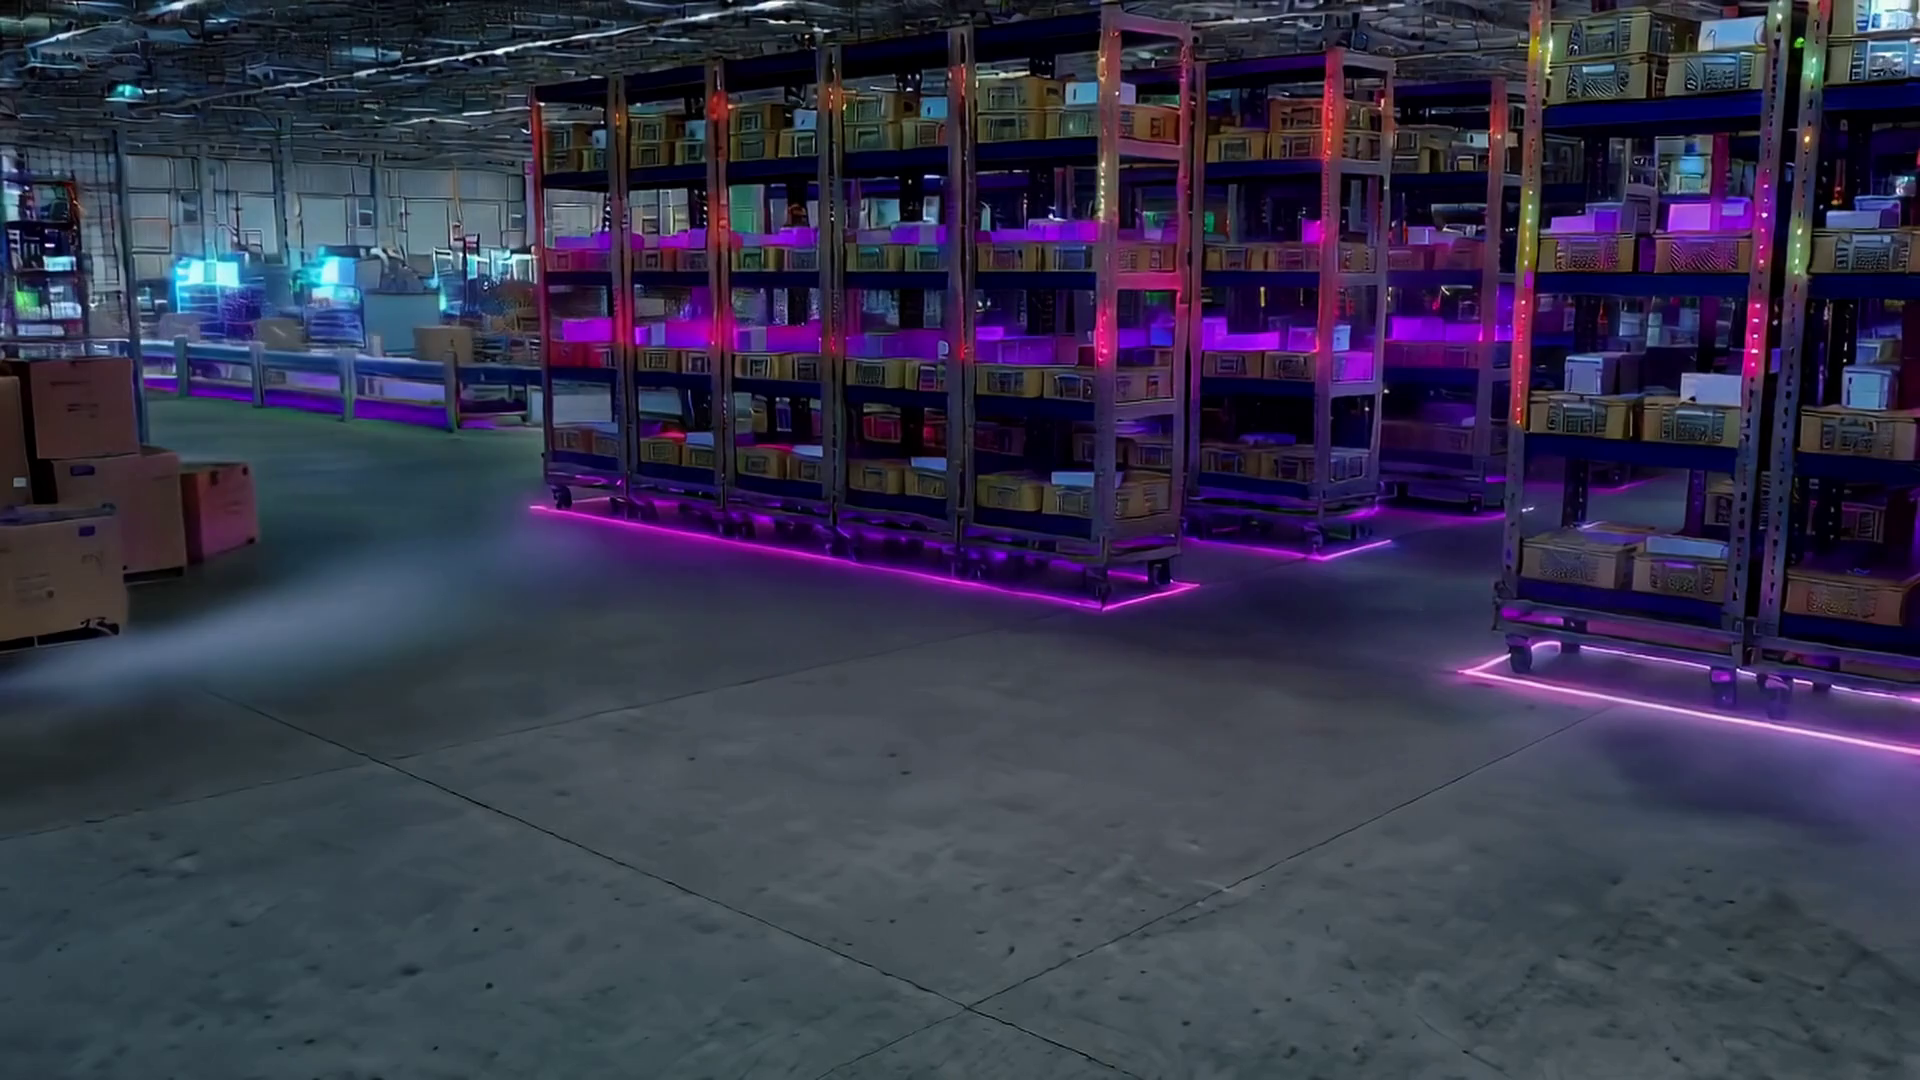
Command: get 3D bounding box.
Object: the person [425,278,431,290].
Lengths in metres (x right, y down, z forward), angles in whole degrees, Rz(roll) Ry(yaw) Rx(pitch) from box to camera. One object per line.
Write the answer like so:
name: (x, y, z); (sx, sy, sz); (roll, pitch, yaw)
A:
person: (-20.912, -9.423, 65.257); (0.872, 1.733, 0.529); (-6, 11, -34)

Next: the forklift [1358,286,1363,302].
forklift: (11.100, -7.017, 46.970); (1.873, 2.768, 1.129); (9, 13, 43)

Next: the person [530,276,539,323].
person: (-14.688, -8.236, 57.698); (0.495, 1.812, 0.616); (8, 12, 41)

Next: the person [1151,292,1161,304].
person: (6.686, -7.991, 56.690); (0.885, 1.654, 0.531); (3, 10, 17)

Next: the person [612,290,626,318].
person: (-6.100, -3.602, 29.583); (0.306, 1.730, 0.685); (2, 9, 10)

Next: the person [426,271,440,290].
person: (-18.734, -8.589, 59.311); (0.623, 1.992, 0.396); (5, 11, 29)

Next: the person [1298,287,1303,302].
person: (11.716, -8.252, 57.574); (0.432, 1.888, 0.653); (-7, 12, -38)

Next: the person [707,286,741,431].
person: (-2.609, -1.901, 18.575); (0.406, 1.906, 0.654); (-7, 11, -35)

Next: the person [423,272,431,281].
person: (-25.302, -11.832, 79.521); (0.676, 1.885, 0.951); (5, 11, 29)

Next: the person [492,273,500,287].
person: (-24.057, -12.874, 86.074); (0.430, 1.838, 0.619); (9, 13, 44)

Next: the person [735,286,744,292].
person: (-10.396, -11.588, 77.858); (0.624, 1.946, 0.731); (-7, 11, -36)

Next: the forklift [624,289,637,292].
forklift: (-16.418, -13.279, 85.360); (1.873, 2.768, 1.129); (6, 11, 33)

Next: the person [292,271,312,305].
person: (-24.582, -9.071, 62.126); (0.673, 2.000, 0.536); (-4, 10, -24)

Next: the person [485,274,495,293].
person: (-23.562, -12.406, 83.252); (0.555, 1.817, 0.592); (-8, 12, -40)
